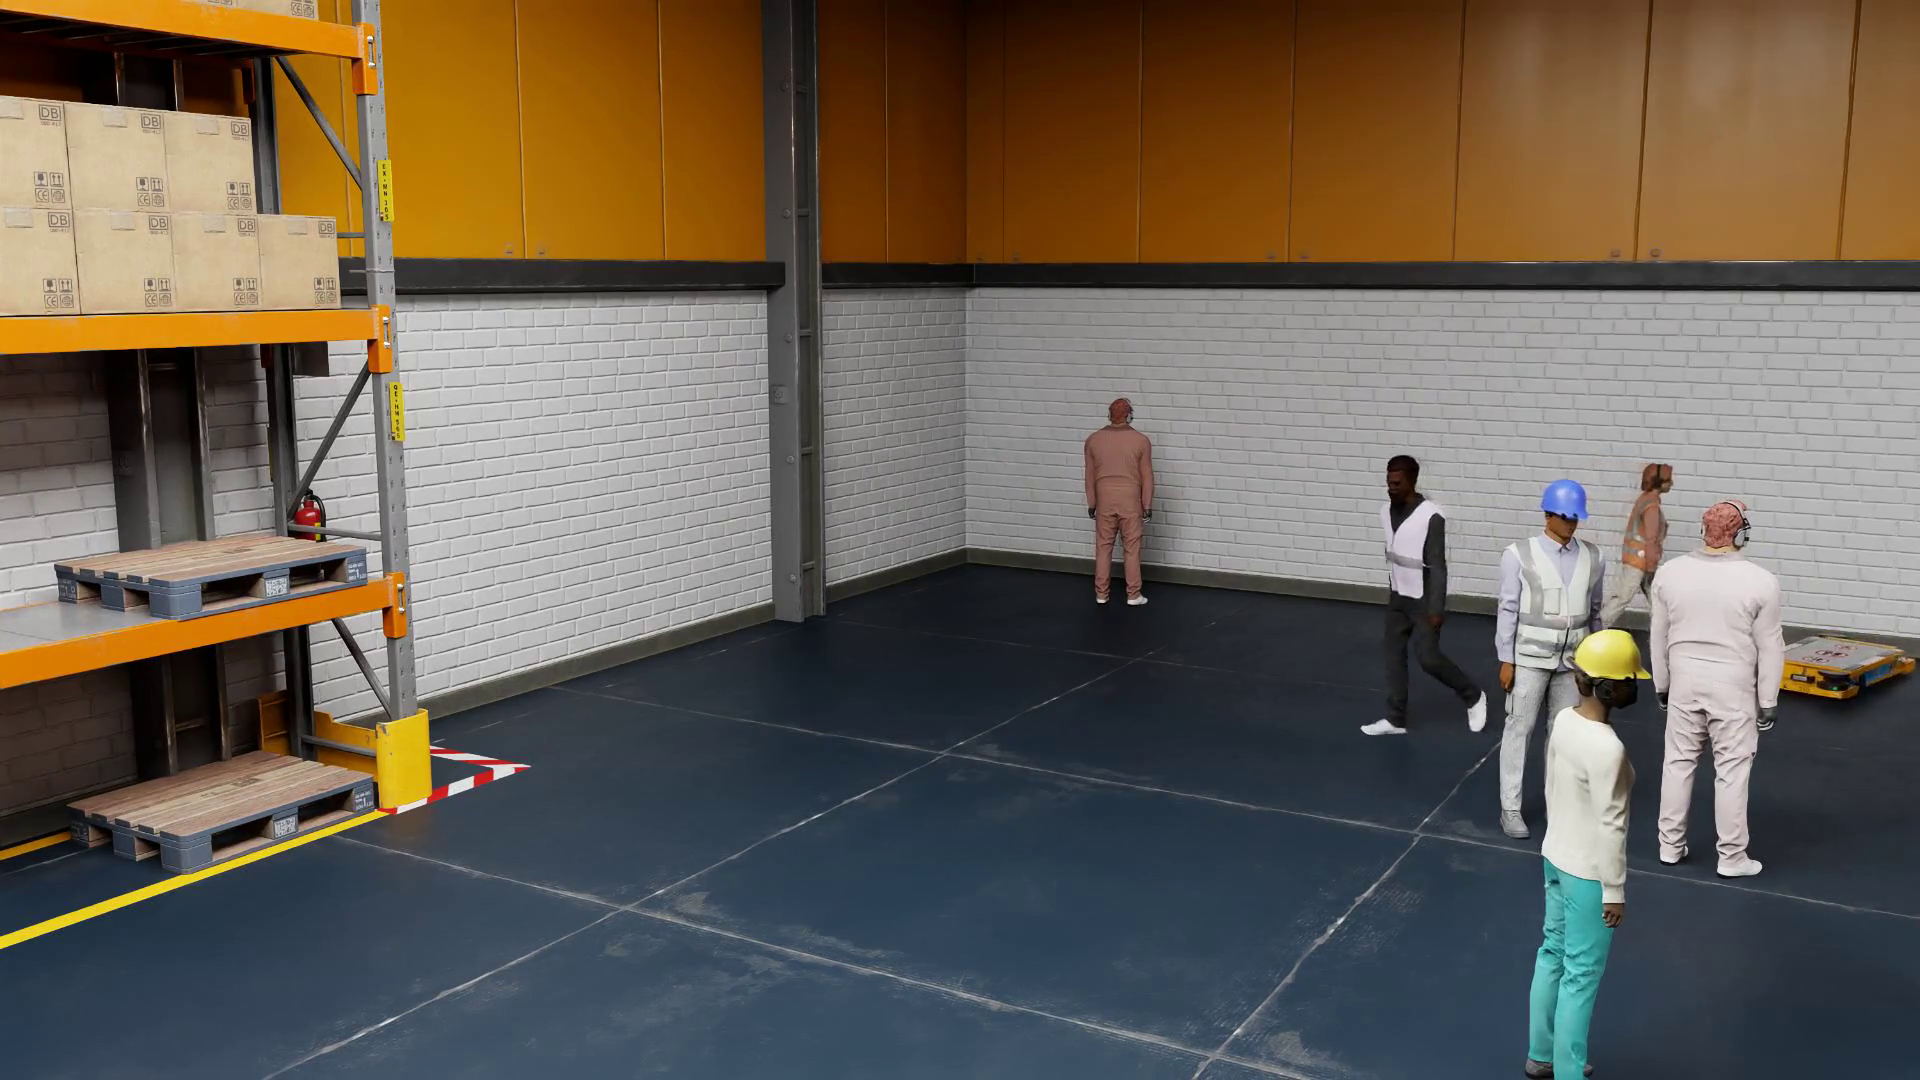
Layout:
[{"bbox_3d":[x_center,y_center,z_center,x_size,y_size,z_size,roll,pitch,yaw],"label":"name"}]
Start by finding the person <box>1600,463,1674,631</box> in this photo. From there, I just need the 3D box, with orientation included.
[{"bbox_3d":[5.211,0.185,12.863,0.879,1.593,0.526,3,10,20],"label":"person"}]

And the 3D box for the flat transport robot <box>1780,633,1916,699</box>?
[{"bbox_3d":[6.496,0.924,12.359,1.431,0.197,0.652,-8,12,-41],"label":"flat transport robot"}]

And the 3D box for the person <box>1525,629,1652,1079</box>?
[{"bbox_3d":[2.296,1.191,6.046,0.324,1.767,0.533,0,9,-1],"label":"person"}]

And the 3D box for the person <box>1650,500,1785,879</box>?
[{"bbox_3d":[3.812,0.746,8.385,0.409,1.909,0.643,-9,13,-44],"label":"person"}]

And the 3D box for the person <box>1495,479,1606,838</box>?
[{"bbox_3d":[3.179,0.632,8.967,0.602,1.947,0.389,-2,9,-9],"label":"person"}]

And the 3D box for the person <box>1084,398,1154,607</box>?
[{"bbox_3d":[1.461,-0.342,15.177,0.641,1.908,0.407,3,10,20],"label":"person"}]

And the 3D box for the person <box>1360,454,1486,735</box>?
[{"bbox_3d":[3.062,0.364,10.872,0.743,1.885,0.631,-3,10,-17],"label":"person"}]
